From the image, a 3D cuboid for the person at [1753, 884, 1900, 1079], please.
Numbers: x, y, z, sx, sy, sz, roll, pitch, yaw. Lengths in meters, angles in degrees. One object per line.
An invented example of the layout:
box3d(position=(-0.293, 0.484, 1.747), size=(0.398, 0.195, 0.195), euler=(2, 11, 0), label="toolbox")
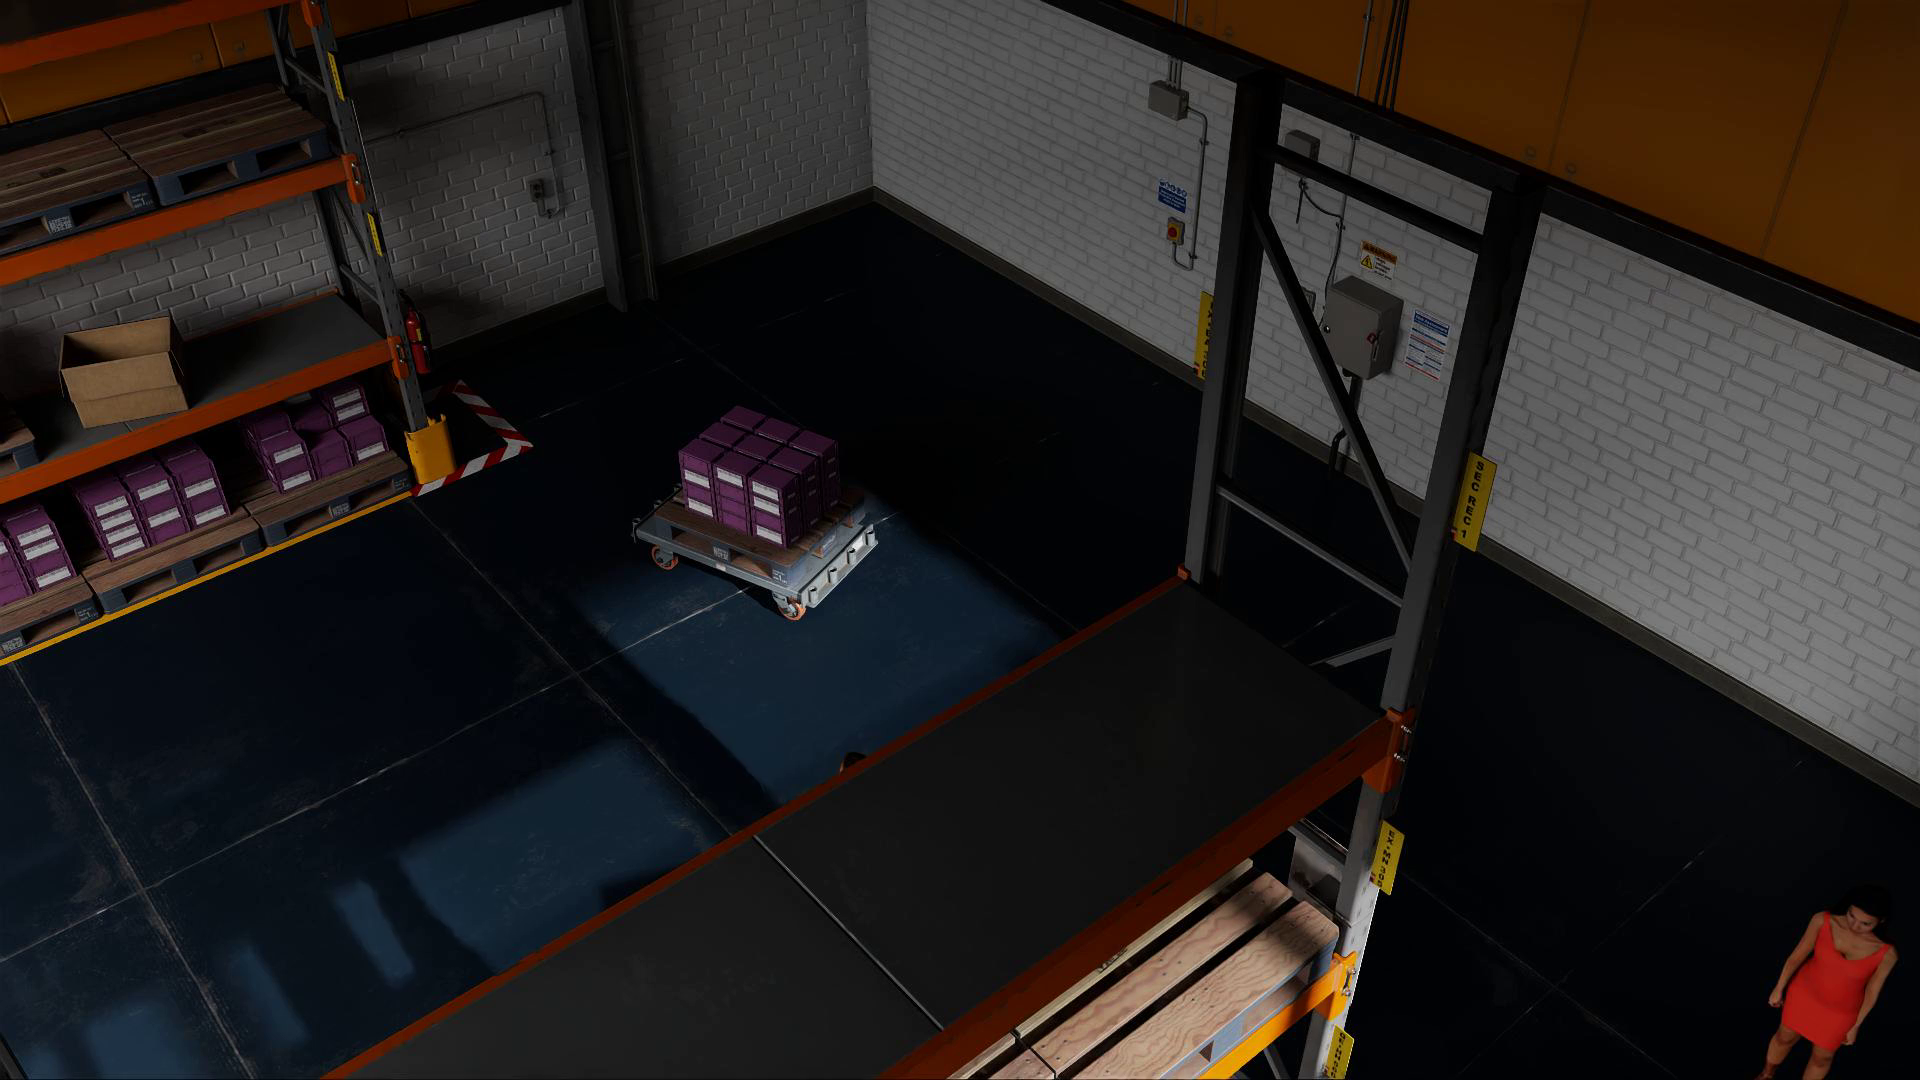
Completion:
box3d(position=(4.426, 2.346, 8.511), size=(0.622, 1.720, 0.587), euler=(28, 46, 30), label="person")
